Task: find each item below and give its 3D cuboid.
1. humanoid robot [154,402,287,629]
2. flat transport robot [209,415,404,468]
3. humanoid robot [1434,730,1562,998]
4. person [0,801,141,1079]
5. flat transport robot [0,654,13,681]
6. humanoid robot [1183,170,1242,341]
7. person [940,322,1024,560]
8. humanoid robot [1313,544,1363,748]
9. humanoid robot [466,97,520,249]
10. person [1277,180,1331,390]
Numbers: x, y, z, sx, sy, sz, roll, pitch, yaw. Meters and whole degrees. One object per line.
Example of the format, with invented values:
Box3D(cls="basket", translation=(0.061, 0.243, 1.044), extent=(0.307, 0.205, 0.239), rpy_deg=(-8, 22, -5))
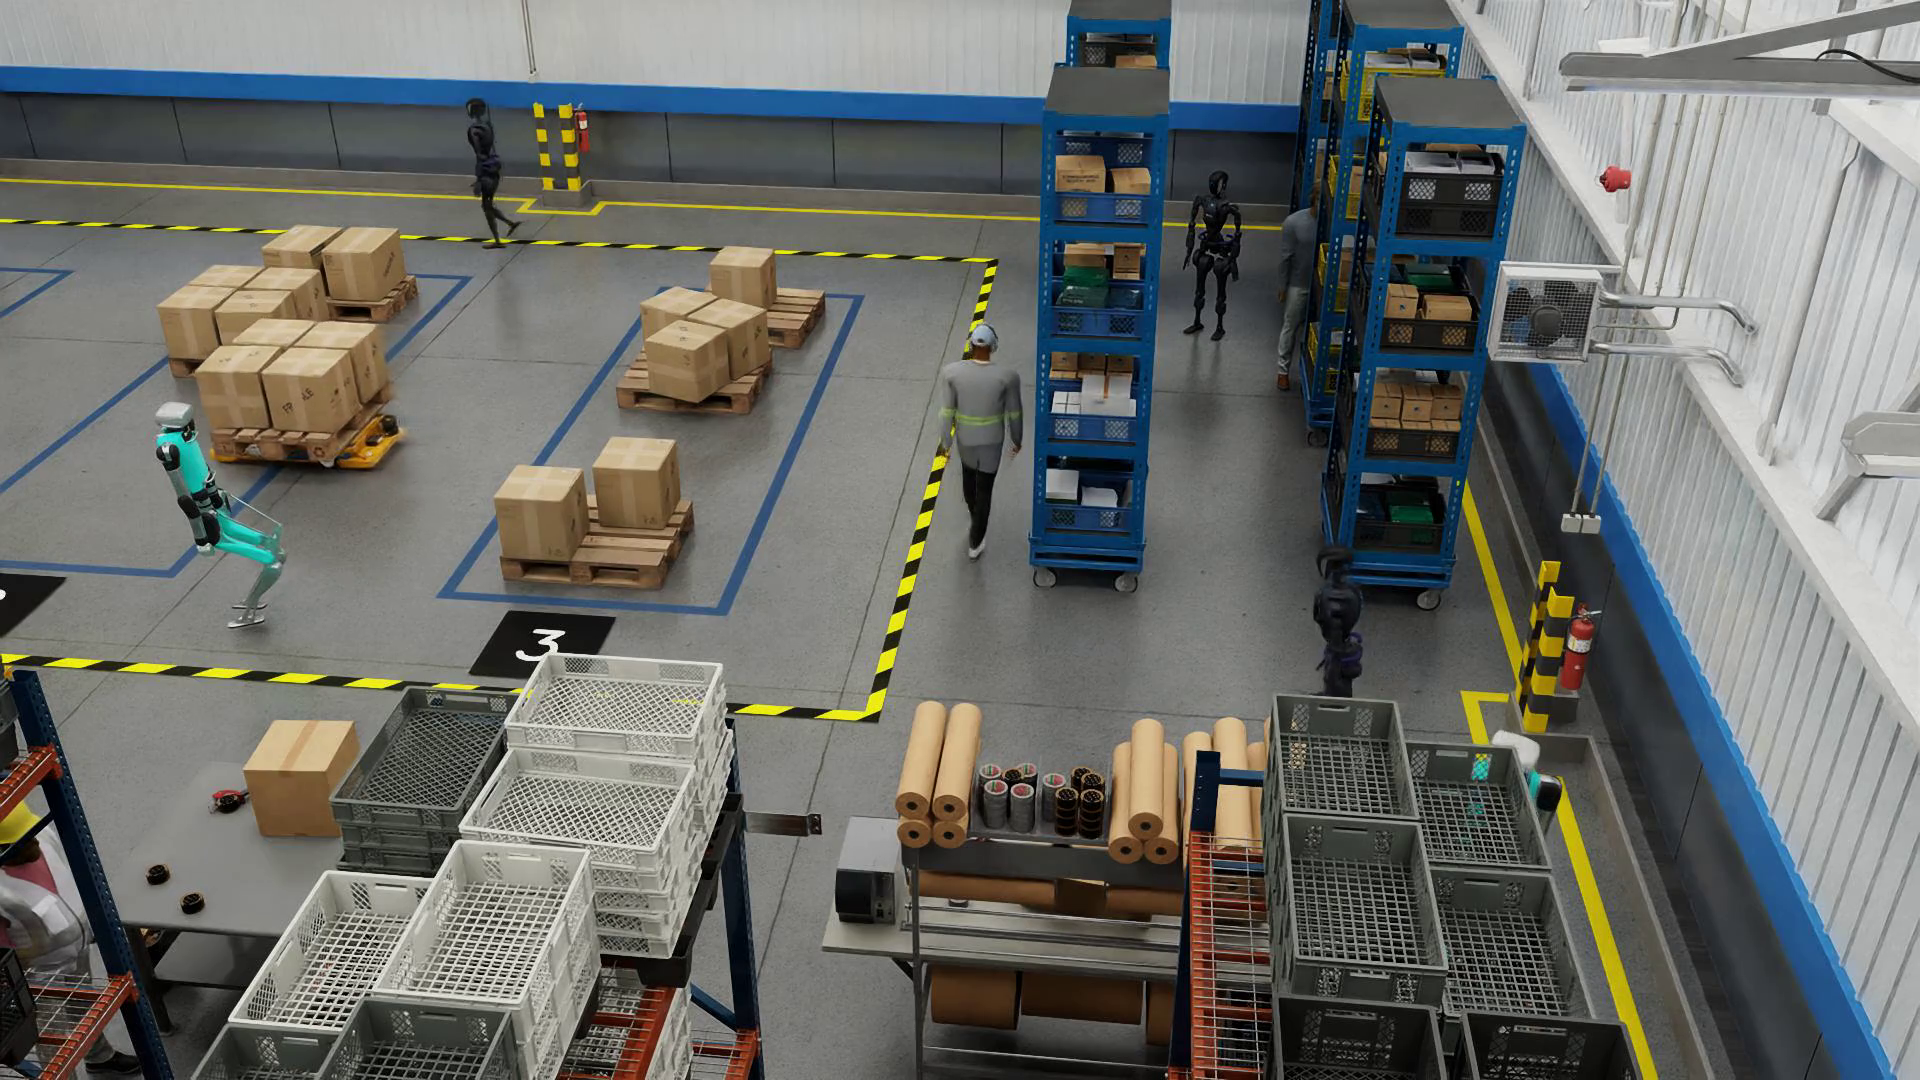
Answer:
Box3D(cls="humanoid robot", translation=(-4.967, -0.179, 11.388), extent=(0.735, 1.677, 0.533), rpy_deg=(-5, 31, -8))
Box3D(cls="flat transport robot", translation=(-5.561, -0.878, 14.154), extent=(1.431, 0.197, 0.652), rpy_deg=(3, 30, 6))
Box3D(cls="humanoid robot", translation=(2.525, 1.834, 8.118), extent=(0.540, 1.777, 1.038), rpy_deg=(10, 32, 17))
Box3D(cls="person", translation=(-4.257, 1.935, 7.793), extent=(0.403, 1.834, 0.588), rpy_deg=(2, 30, 4))
Box3D(cls="flat transport robot", translation=(-7.142, 0.969, 11.010), extent=(1.431, 0.231, 0.659), rpy_deg=(3, 30, 6))
Box3D(cls="humanoid robot", translation=(2.437, -2.735, 15.956), extent=(0.599, 1.657, 0.315), rpy_deg=(21, 36, 31))
Box3D(cls="person", translation=(0.183, -0.815, 12.534), extent=(0.608, 1.807, 0.913), rpy_deg=(5, 31, 9))
Box3D(cls="humanoid robot", translation=(2.255, 0.779, 9.937), extent=(0.406, 1.638, 0.614), rpy_deg=(6, 31, 9))
Box3D(cls="humanoid robot", translation=(-5.112, -3.986, 18.124), extent=(0.427, 1.647, 0.598), rpy_deg=(-2, 30, -4))
Box3D(cls="person", translation=(3.150, -2.282, 14.934), extent=(0.630, 1.940, 0.372), rpy_deg=(-2, 30, -4))
